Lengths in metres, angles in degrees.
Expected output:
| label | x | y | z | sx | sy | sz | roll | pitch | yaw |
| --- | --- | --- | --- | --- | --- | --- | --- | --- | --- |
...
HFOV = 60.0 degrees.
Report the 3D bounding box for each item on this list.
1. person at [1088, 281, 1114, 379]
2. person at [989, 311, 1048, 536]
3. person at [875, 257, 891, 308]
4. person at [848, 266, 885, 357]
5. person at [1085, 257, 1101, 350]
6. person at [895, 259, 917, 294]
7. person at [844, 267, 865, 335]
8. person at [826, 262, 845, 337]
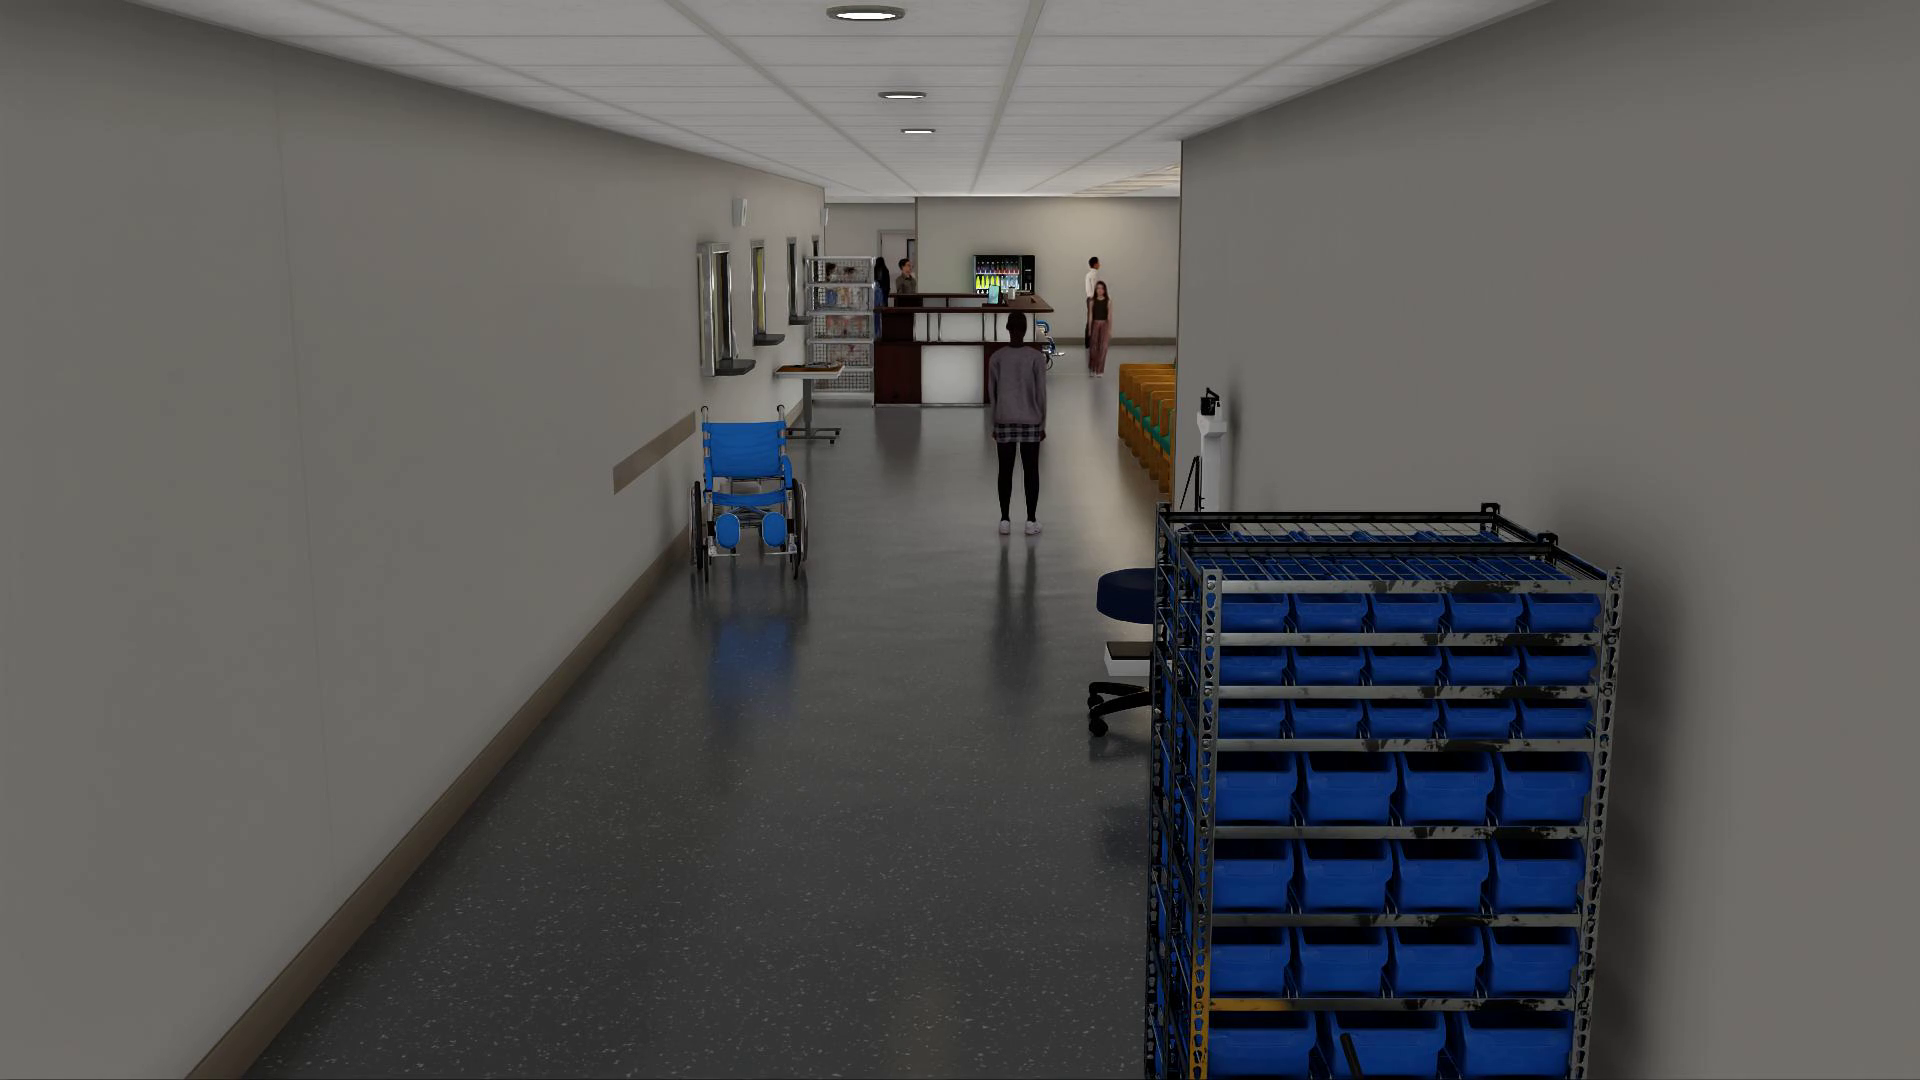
| label | x | y | z | sx | sy | sz | roll | pitch | yaw |
| --- | --- | --- | --- | --- | --- | --- | --- | --- | --- |
| person | 2.266 | -3.371 | 26.667 | 0.648 | 1.546 | 0.674 | 2 | 11 | 10 |
| person | 0.459 | -0.932 | 13.211 | 0.521 | 1.772 | 0.700 | 2 | 11 | 8 |
| person | -2.032 | -6.448 | 42.711 | 0.611 | 1.612 | 0.746 | 2 | 11 | 10 |
| person | -1.611 | -3.981 | 29.516 | 1.033 | 1.684 | 0.710 | -2 | 11 | -8 |
| person | 2.628 | -4.700 | 32.959 | 0.607 | 1.813 | 0.689 | -2 | 11 | -9 |
| person | -0.941 | -3.920 | 28.706 | 0.781 | 1.865 | 0.793 | 6 | 12 | 29 |
| person | -2.335 | -5.018 | 35.458 | 1.072 | 1.506 | 0.917 | -6 | 12 | -28 |
| person | -2.853 | -5.230 | 36.339 | 1.064 | 1.593 | 1.106 | 10 | 15 | 43 |
